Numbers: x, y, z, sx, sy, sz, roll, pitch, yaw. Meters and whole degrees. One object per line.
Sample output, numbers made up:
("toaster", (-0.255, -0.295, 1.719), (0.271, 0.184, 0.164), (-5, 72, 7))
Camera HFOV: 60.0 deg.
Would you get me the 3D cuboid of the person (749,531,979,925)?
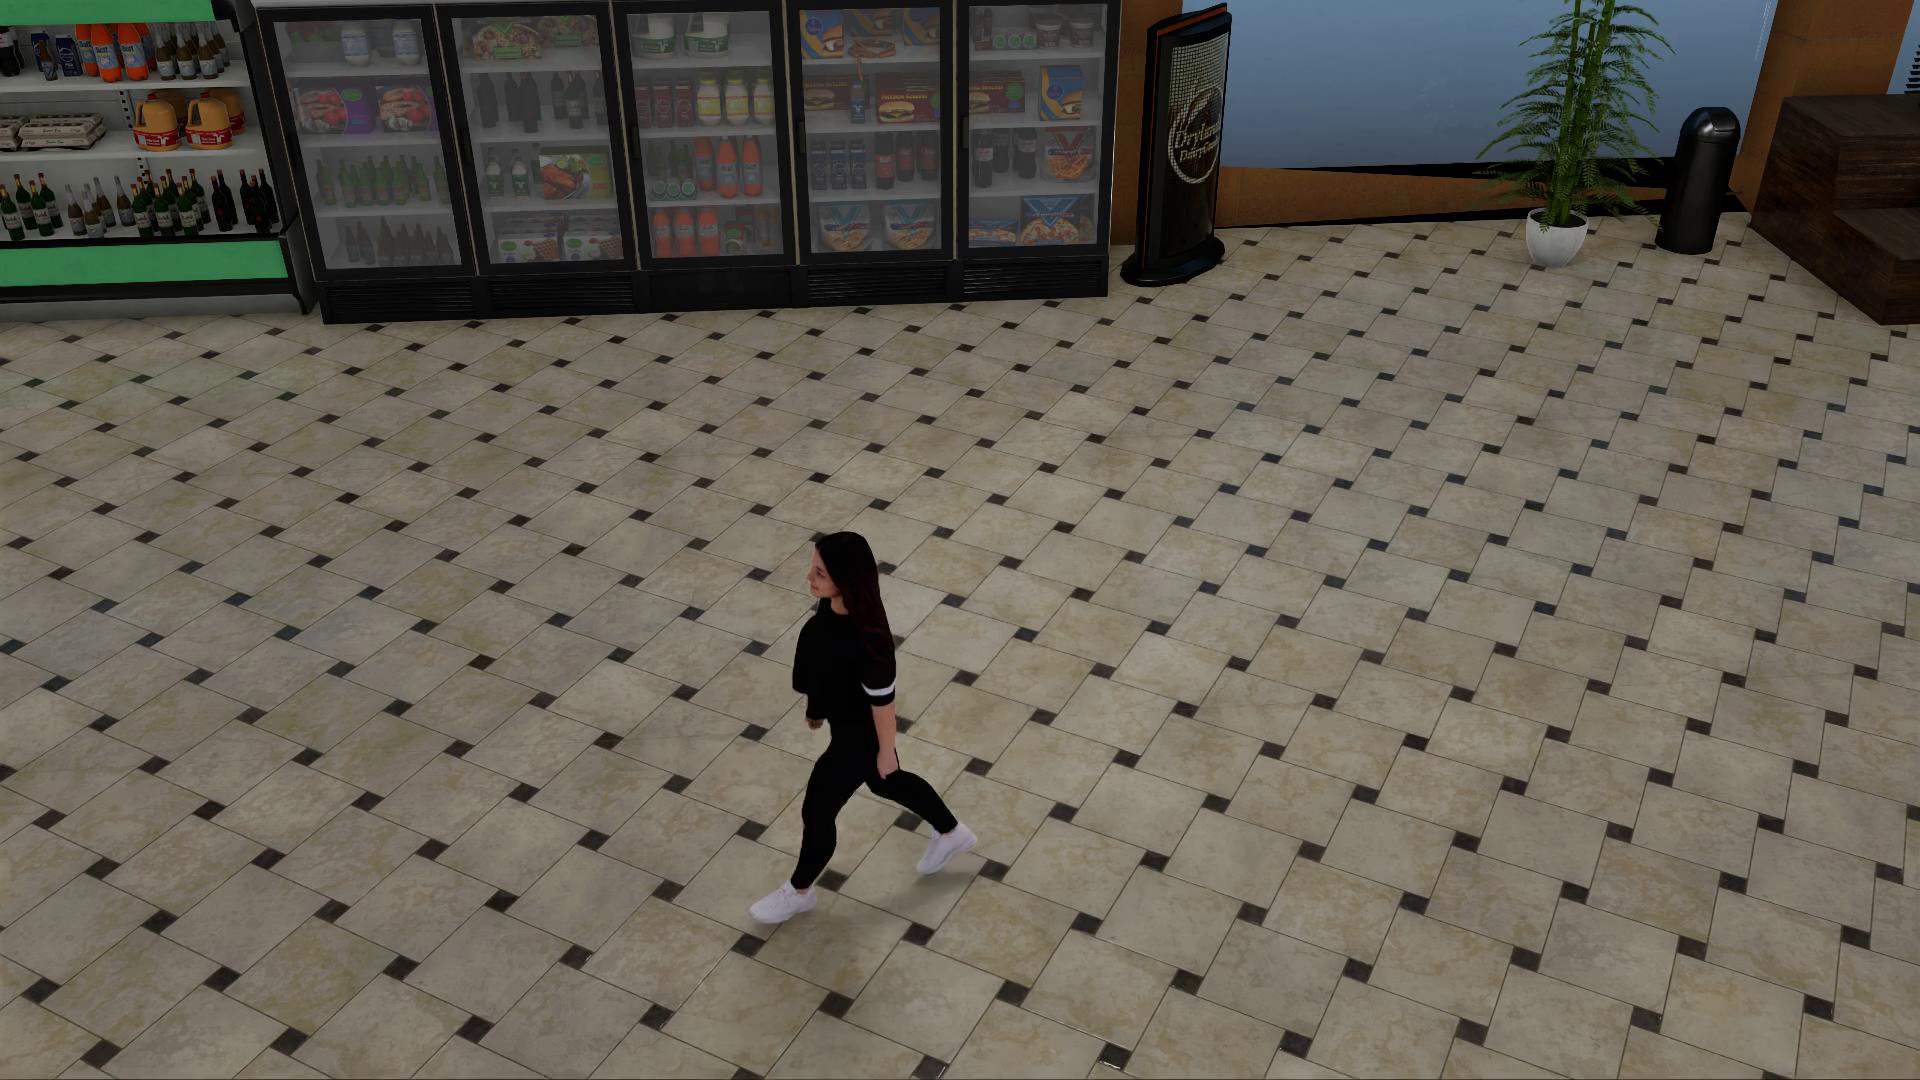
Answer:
("person", (-0.297, 0.653, 5.917), (1.197, 1.600, 0.841), (-12, 34, -19))
